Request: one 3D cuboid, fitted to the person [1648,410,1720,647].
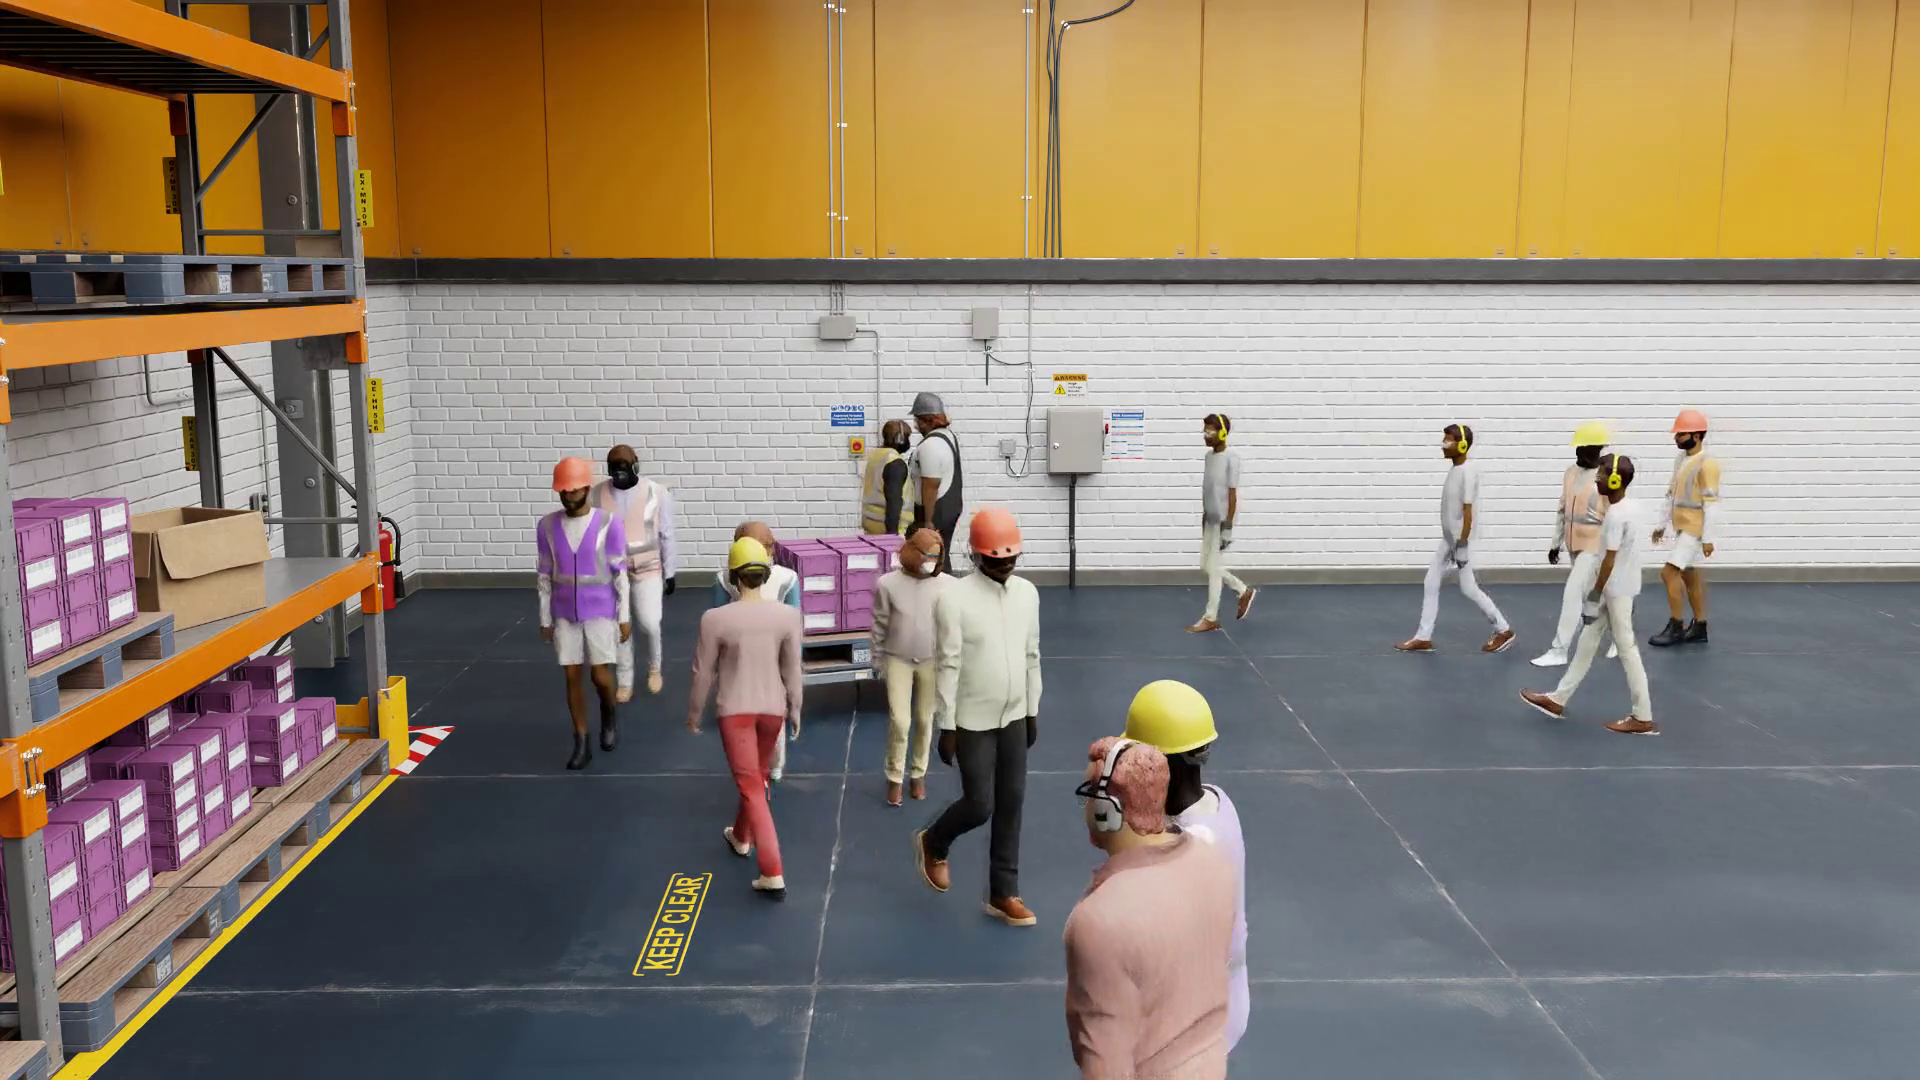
[{"bbox_3d":[5.788,-0.088,13.368,0.688,1.913,0.563,1,9,4],"label":"person"}]

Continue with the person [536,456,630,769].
[{"bbox_3d":[-2.292,0.435,10.118,0.568,1.918,0.472,1,9,6],"label":"person"}]

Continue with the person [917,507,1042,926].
[{"bbox_3d":[0.104,0.800,7.730,0.637,1.970,0.583,-7,12,-39],"label":"person"}]

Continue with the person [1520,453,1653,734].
[{"bbox_3d":[4.162,0.350,10.921,0.913,1.826,0.554,4,10,26],"label":"person"}]

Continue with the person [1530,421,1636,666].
[{"bbox_3d":[4.853,0.021,12.764,0.931,1.895,0.597,-3,10,-15],"label":"person"}]

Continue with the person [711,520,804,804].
[{"bbox_3d":[-1.145,0.688,9.536,0.516,1.607,0.767,-3,10,-20],"label":"person"}]

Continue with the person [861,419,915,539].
[{"bbox_3d":[-0.677,-0.083,13.642,0.618,1.811,0.651,-3,10,-19],"label":"person"}]

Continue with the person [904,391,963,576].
[{"bbox_3d":[-0.254,-0.253,13.973,0.539,2.000,0.686,3,10,19],"label":"person"}]

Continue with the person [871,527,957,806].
[{"bbox_3d":[-0.240,0.705,9.408,0.514,1.603,0.502,-1,9,-7],"label":"person"}]

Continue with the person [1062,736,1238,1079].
[{"bbox_3d":[0.457,1.419,4.307,1.004,1.852,0.647,9,13,42],"label":"person"}]

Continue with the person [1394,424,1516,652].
[{"bbox_3d":[3.962,-0.001,13.104,0.918,1.826,0.530,0,9,-3],"label":"person"}]

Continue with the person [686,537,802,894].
[{"bbox_3d":[-1.048,0.843,8.246,0.529,1.713,0.914,-6,11,-31],"label":"person"}]

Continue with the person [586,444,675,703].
[{"bbox_3d":[-2.316,0.237,11.619,0.649,1.825,0.450,0,9,1],"label":"person"}]

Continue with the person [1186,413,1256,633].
[{"bbox_3d":[2.214,-0.145,13.935,0.647,1.848,0.502,-4,10,-23],"label":"person"}]

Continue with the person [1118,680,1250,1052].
[{"bbox_3d":[0.605,1.332,4.615,0.384,1.924,0.589,2,10,13],"label":"person"}]
